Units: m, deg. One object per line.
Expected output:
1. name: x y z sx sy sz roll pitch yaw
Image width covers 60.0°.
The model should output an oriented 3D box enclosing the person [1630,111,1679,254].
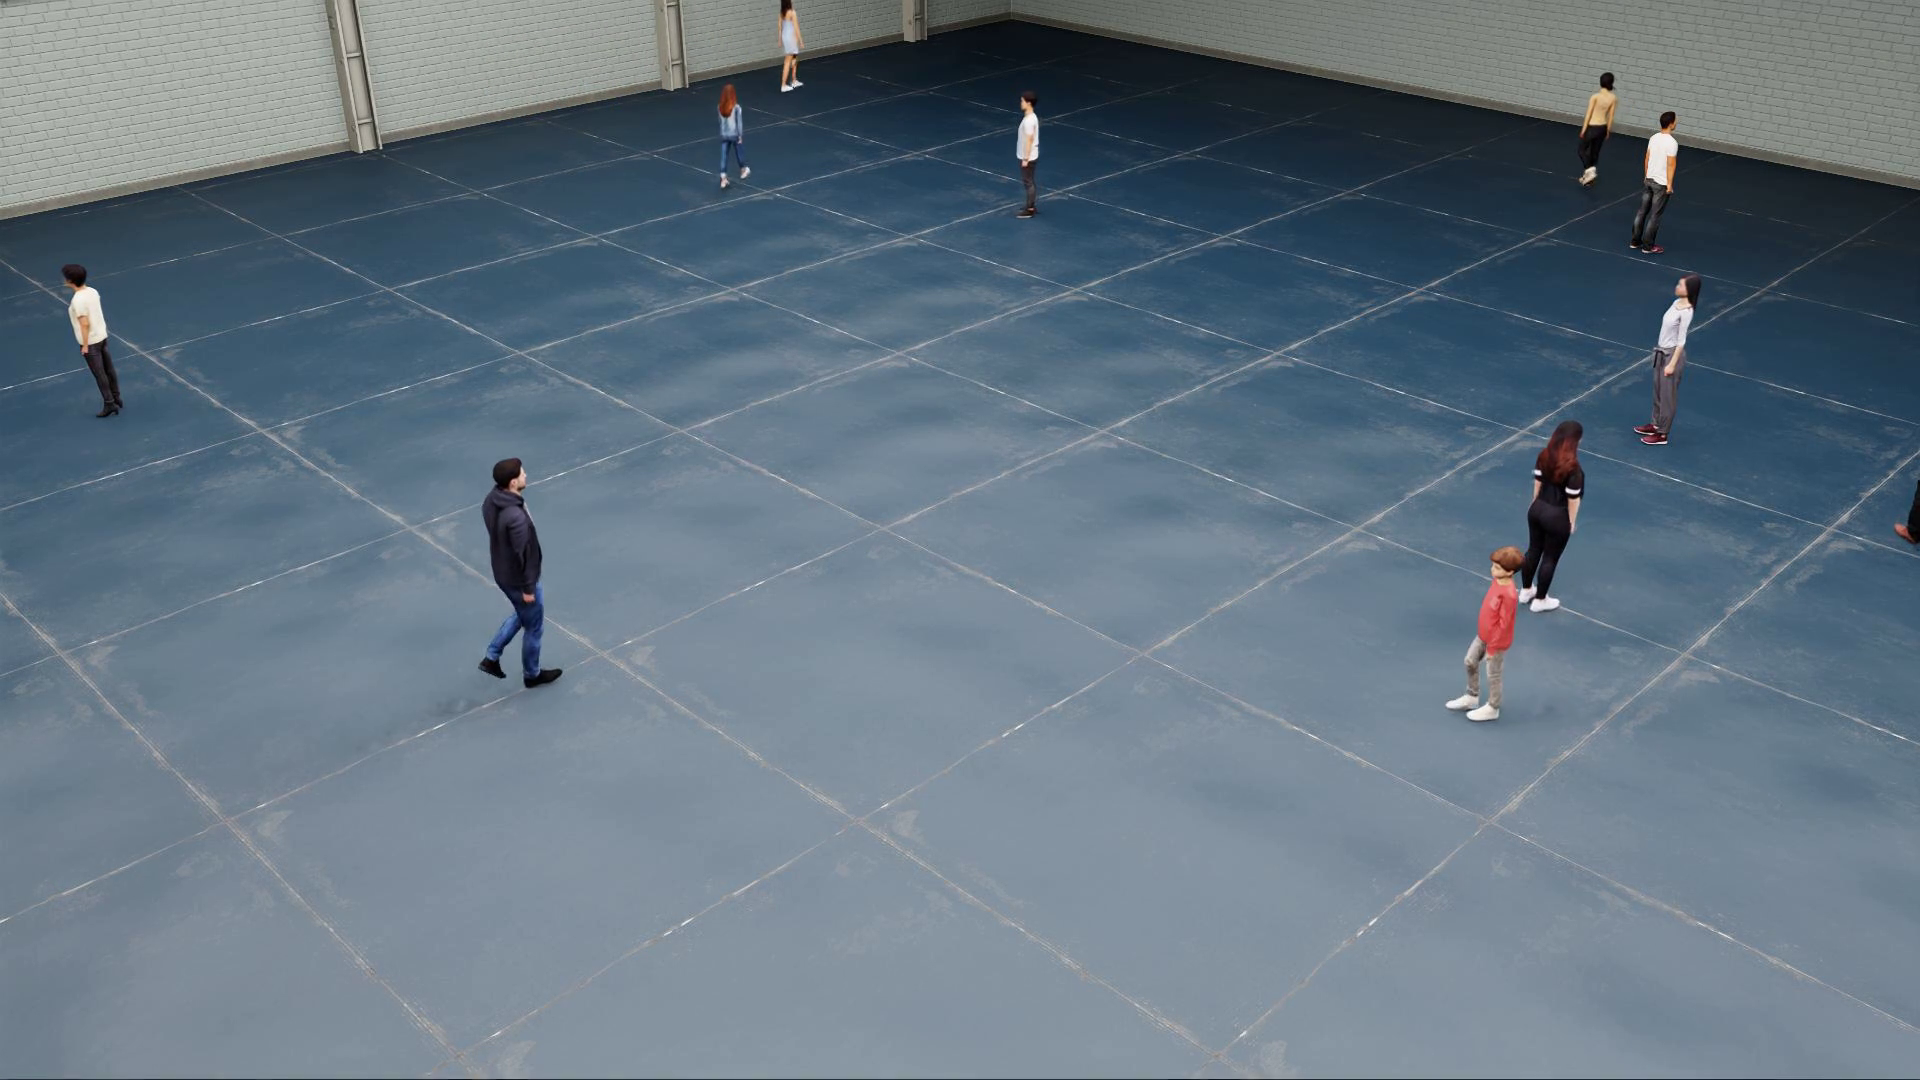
1. person: 8.998 -4.627 21.470 0.693 1.804 0.716 -9 29 -17

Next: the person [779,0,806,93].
1. person: -3.085 -8.776 29.361 0.730 1.711 0.578 -24 36 -38

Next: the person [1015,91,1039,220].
1. person: 0.938 -5.296 22.814 0.759 1.723 0.685 2 28 3

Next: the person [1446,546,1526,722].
1. person: 3.898 0.676 11.930 0.729 1.412 0.671 -1 28 -1

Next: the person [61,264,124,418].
1. person: -8.767 -2.029 16.820 0.689 1.590 0.645 -2 28 -3

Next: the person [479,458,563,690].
1. person: -3.316 0.293 12.154 0.852 1.878 0.719 -21 34 -34

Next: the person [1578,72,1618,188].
1. person: 9.218 -5.903 24.025 0.848 1.654 0.890 -4 28 -8

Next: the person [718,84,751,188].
1. person: -3.368 -5.820 24.108 0.878 1.432 1.089 8 29 15

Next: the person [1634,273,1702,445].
1. person: 6.930 -1.772 16.185 0.734 1.734 0.651 3 28 6

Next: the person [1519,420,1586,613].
1. person: 4.740 -0.202 13.339 0.675 1.637 0.671 -14 31 -25
